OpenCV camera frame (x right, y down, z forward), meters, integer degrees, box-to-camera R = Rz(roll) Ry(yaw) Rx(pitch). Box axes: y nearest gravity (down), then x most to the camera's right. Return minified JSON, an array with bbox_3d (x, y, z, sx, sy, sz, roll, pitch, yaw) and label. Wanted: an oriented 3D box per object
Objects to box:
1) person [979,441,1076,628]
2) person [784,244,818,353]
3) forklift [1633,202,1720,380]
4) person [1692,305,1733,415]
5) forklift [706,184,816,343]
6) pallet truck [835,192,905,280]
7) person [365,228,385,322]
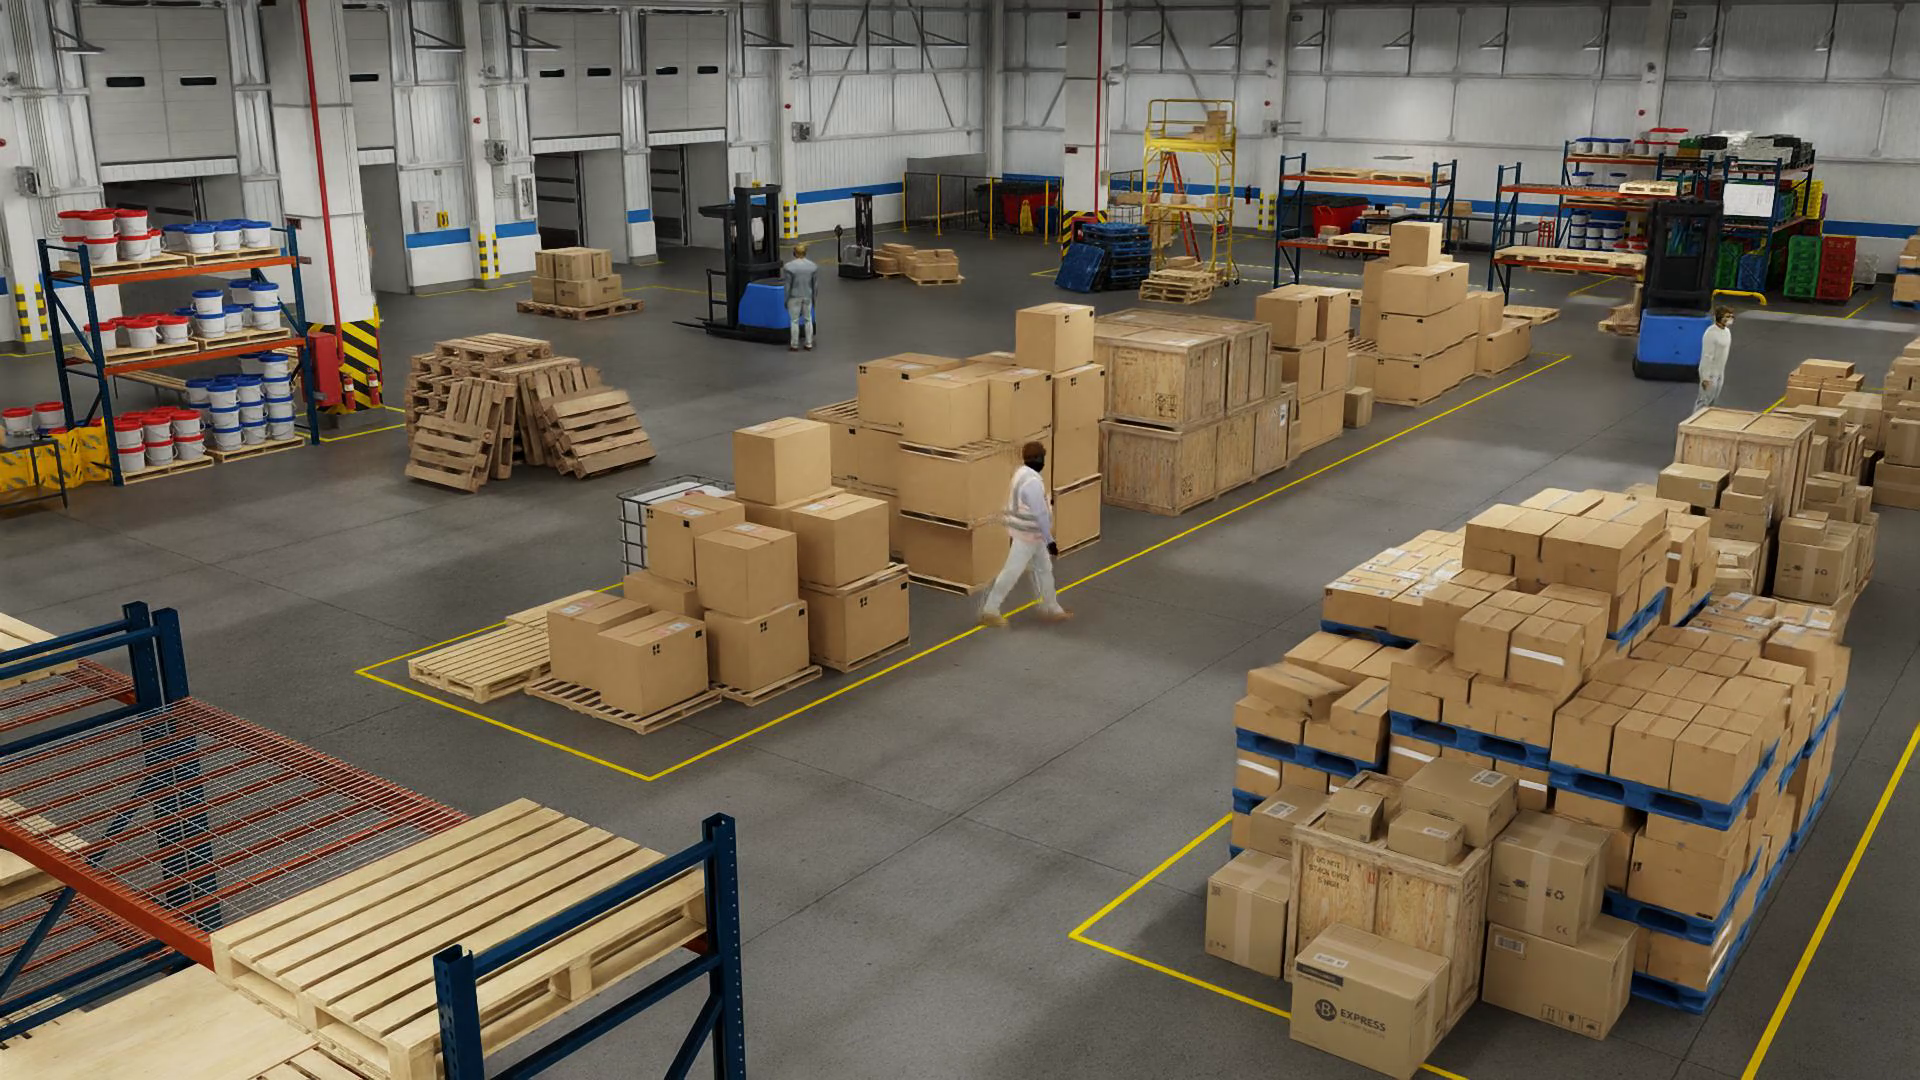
[{"bbox_3d":[0.618,-0.043,15.792,0.937,1.788,0.643,0,17,0],"label":"person"},{"bbox_3d":[-2.831,-4.308,29.672,0.635,1.927,0.372,-8,19,-25],"label":"person"},{"bbox_3d":[11.926,-4.173,27.594,1.129,2.768,1.873,6,18,20],"label":"forklift"},{"bbox_3d":[10.371,-2.272,22.903,0.369,1.938,0.630,16,23,42],"label":"person"},{"bbox_3d":[-3.717,-5.181,30.929,1.873,2.768,1.129,12,21,35],"label":"forklift"},{"bbox_3d":[-1.936,-7.159,38.982,1.885,1.965,0.823,-12,21,-34],"label":"pallet truck"},{"bbox_3d":[-11.756,-5.142,32.540,0.639,1.881,0.694,4,17,14],"label":"person"}]
